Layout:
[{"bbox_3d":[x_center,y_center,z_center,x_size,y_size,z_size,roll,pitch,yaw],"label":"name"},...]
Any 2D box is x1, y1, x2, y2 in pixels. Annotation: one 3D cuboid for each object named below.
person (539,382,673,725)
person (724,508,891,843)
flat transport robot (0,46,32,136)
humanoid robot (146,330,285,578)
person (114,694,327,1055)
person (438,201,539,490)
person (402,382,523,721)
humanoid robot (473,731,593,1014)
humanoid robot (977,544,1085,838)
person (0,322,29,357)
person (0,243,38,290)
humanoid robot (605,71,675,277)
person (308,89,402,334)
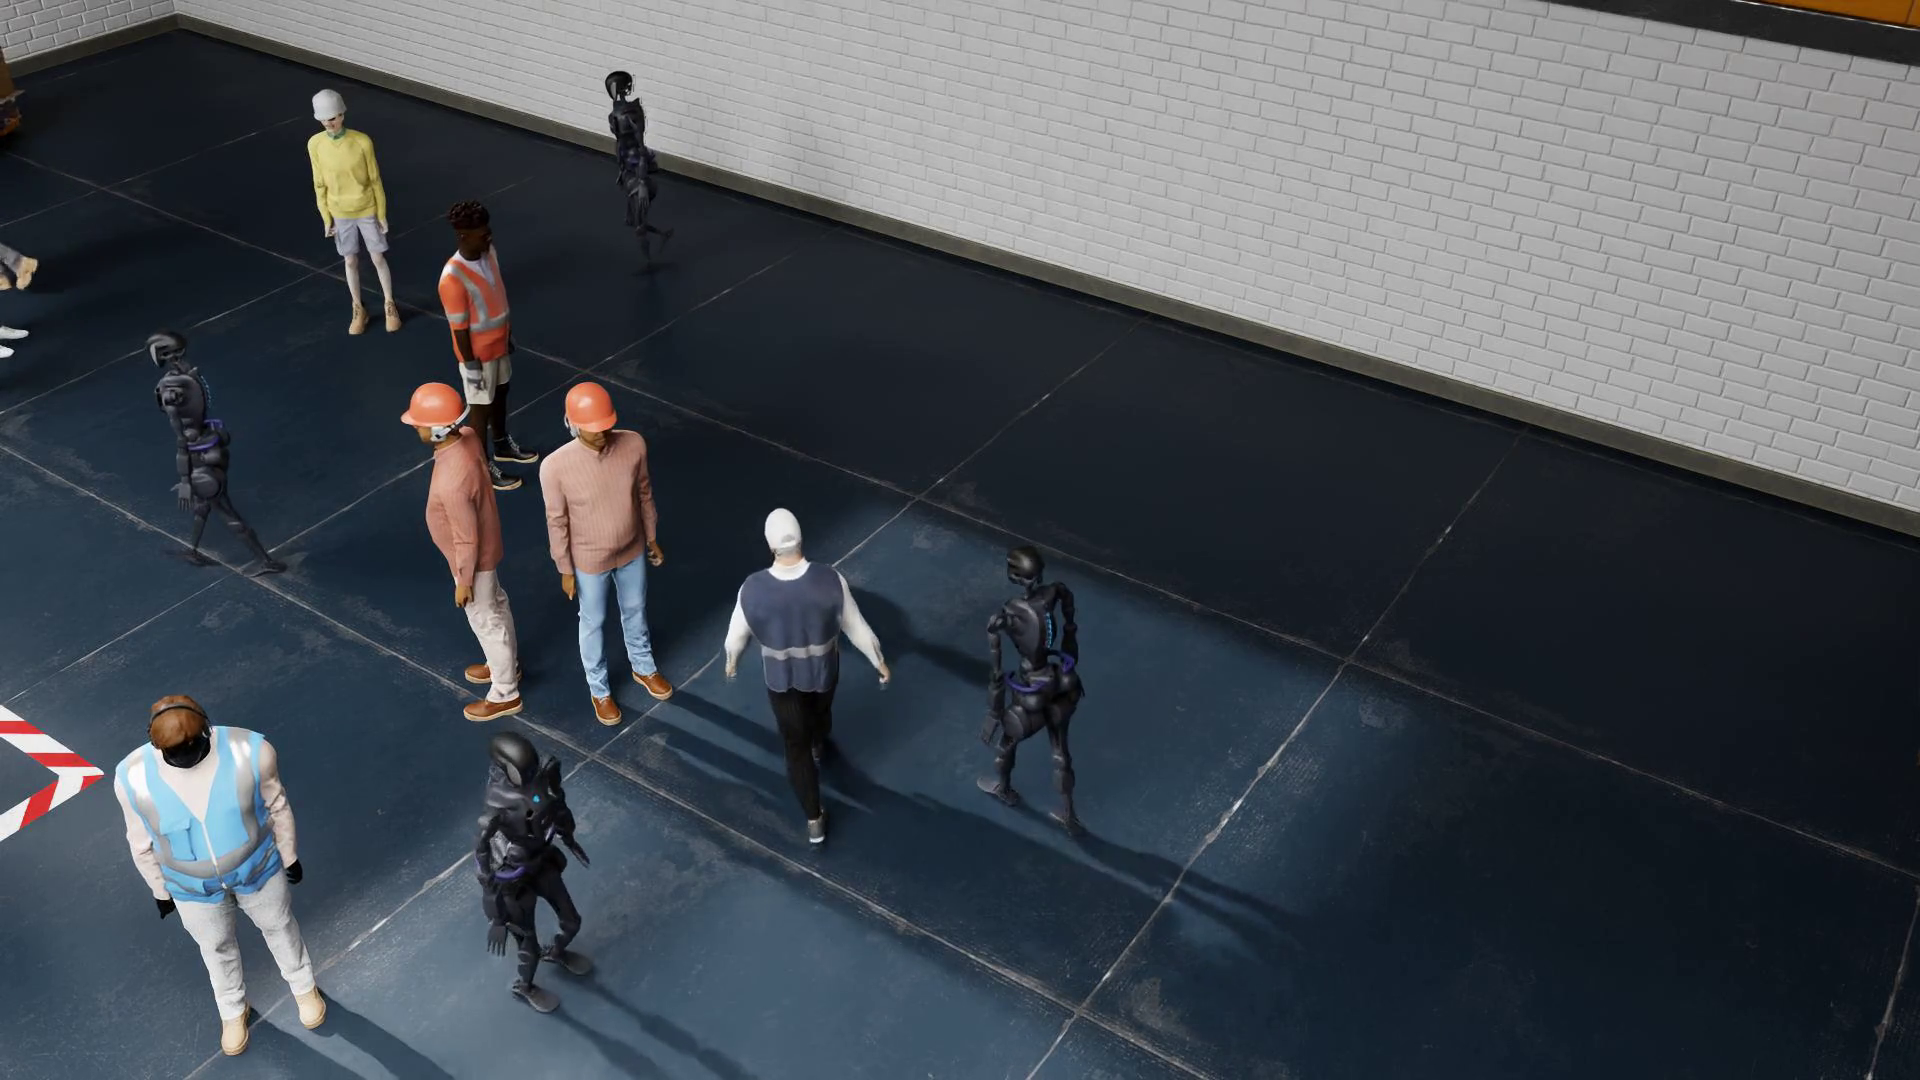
[{"bbox_3d":[-1.833,0.057,8.680,0.607,1.994,0.375,-25,42,-31],"label":"person"},{"bbox_3d":[-0.752,0.608,8.142,0.785,1.695,0.922,-8,36,-11],"label":"person"},{"bbox_3d":[-9.572,-3.732,15.597,0.659,0.231,1.431,6,35,8],"label":"flat transport robot"},{"bbox_3d":[-4.502,-0.464,9.720,0.722,1.634,0.591,-6,35,-9],"label":"humanoid robot"},{"bbox_3d":[-3.055,1.379,6.925,0.624,1.841,0.429,-15,38,-20],"label":"person"},{"bbox_3d":[-3.015,-1.240,10.571,0.379,1.957,0.598,5,35,8],"label":"person"},{"bbox_3d":[-2.563,0.059,8.676,0.376,1.995,0.609,-6,35,-9],"label":"person"},{"bbox_3d":[-1.835,1.402,7.038,0.418,1.632,0.607,15,38,20],"label":"humanoid robot"},{"bbox_3d":[0.352,0.716,8.025,0.615,1.631,0.631,-26,43,-32],"label":"humanoid robot"},{"bbox_3d":[-7.253,-2.228,12.058,0.329,1.865,0.505,-3,35,-4],"label":"person"},{"bbox_3d":[-7.623,-2.696,12.835,0.494,1.737,0.628,-8,36,-11],"label":"person"},{"bbox_3d":[-2.514,-2.914,13.205,0.428,1.645,0.611,-18,39,-24],"label":"humanoid robot"},{"bbox_3d":[-4.491,-2.428,12.321,0.485,1.888,0.395,-6,35,-9],"label":"person"}]
